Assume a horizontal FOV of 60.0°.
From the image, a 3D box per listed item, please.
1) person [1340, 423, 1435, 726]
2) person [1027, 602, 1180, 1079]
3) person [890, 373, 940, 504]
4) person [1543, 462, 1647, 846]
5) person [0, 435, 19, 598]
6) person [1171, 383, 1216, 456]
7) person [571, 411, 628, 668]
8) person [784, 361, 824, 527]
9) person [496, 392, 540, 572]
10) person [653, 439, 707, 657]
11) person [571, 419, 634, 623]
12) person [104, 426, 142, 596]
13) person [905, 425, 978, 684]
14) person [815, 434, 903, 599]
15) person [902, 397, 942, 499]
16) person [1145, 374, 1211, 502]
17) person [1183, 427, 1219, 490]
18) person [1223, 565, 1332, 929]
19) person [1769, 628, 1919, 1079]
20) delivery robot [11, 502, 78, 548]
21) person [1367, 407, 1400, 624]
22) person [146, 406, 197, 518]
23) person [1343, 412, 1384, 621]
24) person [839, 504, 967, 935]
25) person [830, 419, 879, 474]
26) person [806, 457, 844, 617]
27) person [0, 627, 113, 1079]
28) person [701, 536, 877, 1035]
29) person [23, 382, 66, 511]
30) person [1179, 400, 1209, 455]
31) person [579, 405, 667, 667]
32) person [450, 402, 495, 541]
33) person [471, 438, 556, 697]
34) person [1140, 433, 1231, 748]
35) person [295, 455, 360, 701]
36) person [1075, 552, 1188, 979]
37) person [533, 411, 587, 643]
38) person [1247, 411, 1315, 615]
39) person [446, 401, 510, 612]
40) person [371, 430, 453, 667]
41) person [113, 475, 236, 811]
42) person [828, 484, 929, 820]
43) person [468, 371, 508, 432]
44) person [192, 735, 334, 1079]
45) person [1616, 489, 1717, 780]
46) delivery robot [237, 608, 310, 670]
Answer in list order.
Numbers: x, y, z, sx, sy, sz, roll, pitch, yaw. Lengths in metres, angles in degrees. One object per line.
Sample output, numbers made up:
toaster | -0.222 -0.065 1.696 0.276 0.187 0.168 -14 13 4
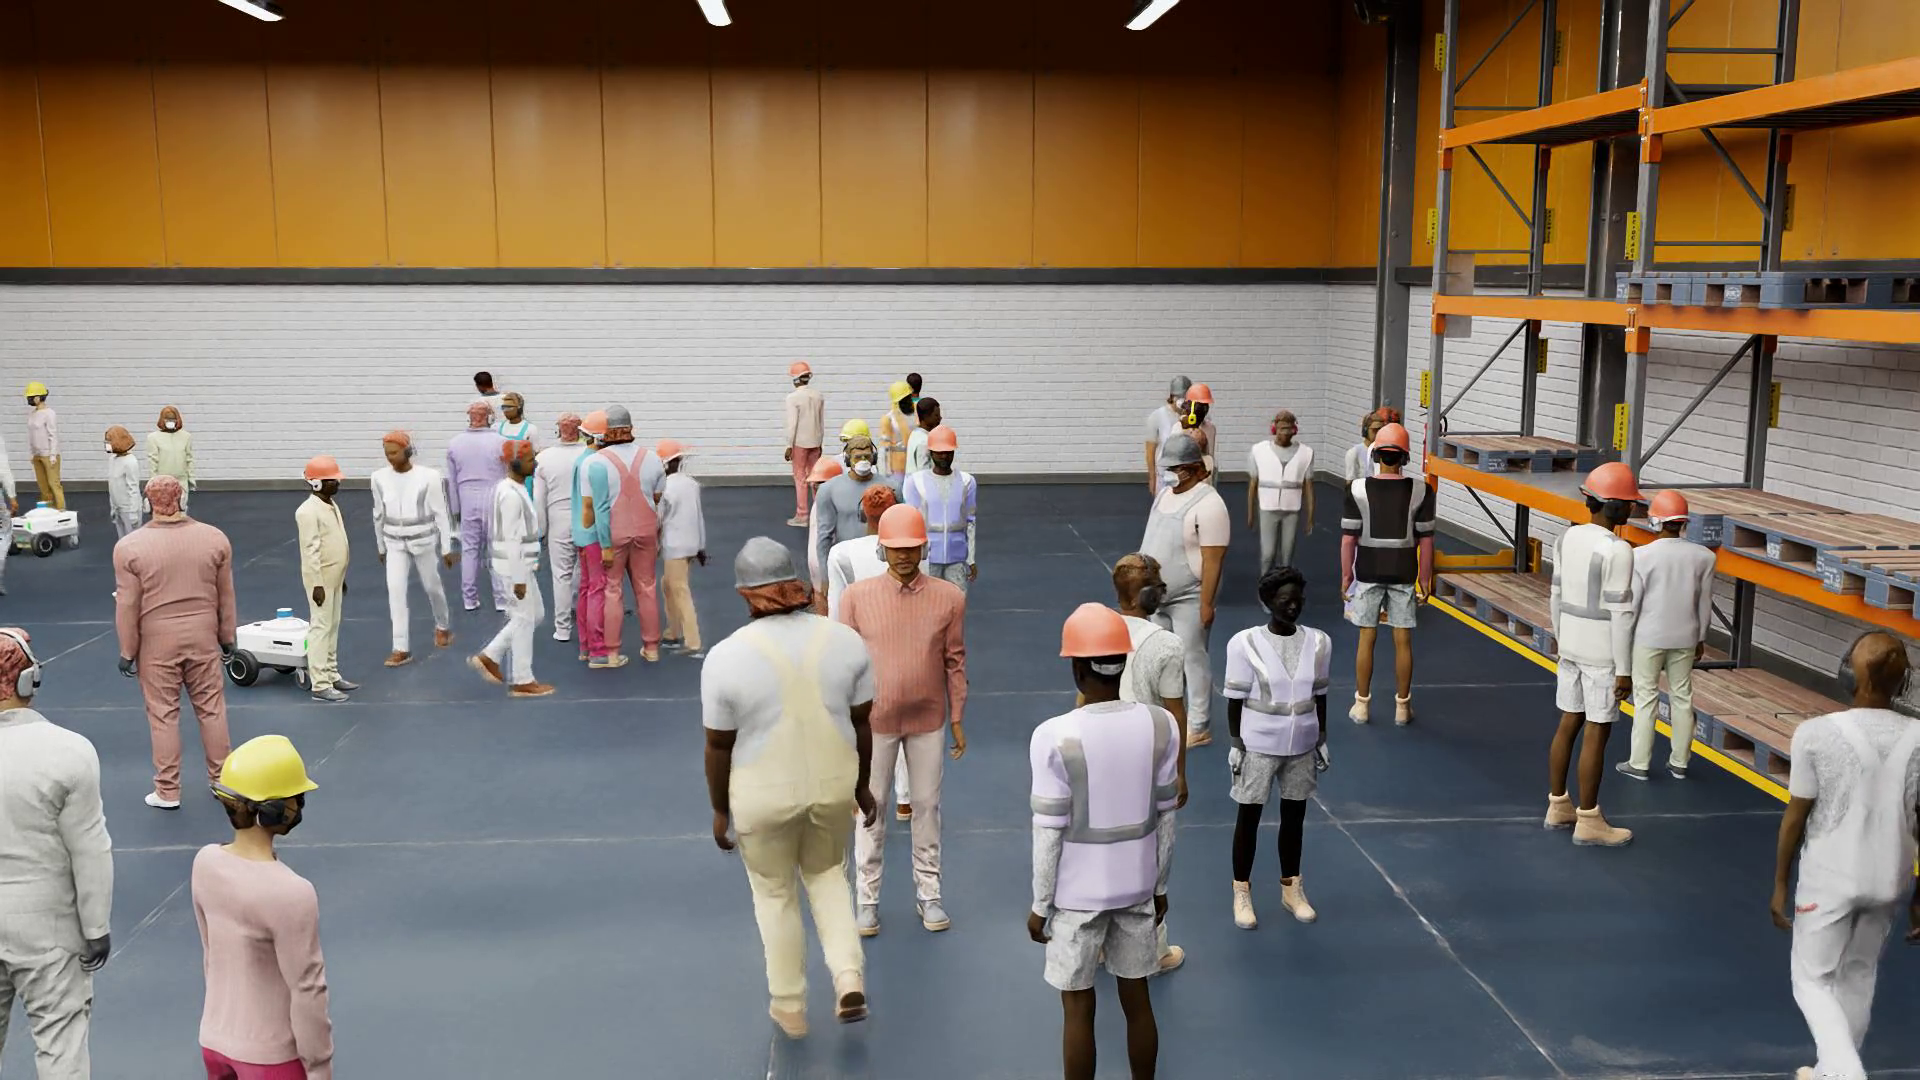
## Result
person | 2.863 0.234 11.185 0.610 2.043 0.375 2 9 11
person | 0.471 1.168 5.662 0.544 1.934 0.365 -4 10 -22
person | -0.511 -0.947 18.981 0.591 1.922 0.390 -1 9 -9
person | 3.410 0.599 8.889 0.393 2.041 0.613 -2 9 -12
person | -9.090 -0.374 15.431 0.681 1.901 0.514 -1 9 -8
person | 2.266 -0.510 16.008 0.622 1.992 0.375 -9 13 -44
person | -2.799 -0.009 12.888 0.407 1.987 0.615 -4 10 -26
person | -1.895 -1.162 20.102 0.400 1.989 0.623 7 12 38
person | -4.501 -0.579 16.905 0.505 1.847 0.348 3 10 21
person | -2.328 0.064 13.248 0.697 1.723 0.593 3 10 19
person | -3.181 -0.183 14.572 0.455 1.808 0.746 5 11 30
person | -7.810 -0.256 15.577 0.492 1.625 0.280 8 12 43
person | -0.131 0.119 12.231 0.543 1.939 0.361 -2 9 -12
person | -0.685 0.231 11.527 0.631 1.939 0.369 -3 10 -20
person | -0.347 -0.367 15.389 0.388 1.912 0.592 -1 9 -4
person | 2.231 -0.672 16.876 0.686 2.000 0.535 -1 9 -5
person | 2.154 -0.210 15.226 0.514 1.642 0.314 -6 11 -35
person | 1.478 0.953 7.740 0.536 1.700 0.318 -2 9 -14
person | 3.104 1.212 5.737 0.523 1.823 0.726 1 9 6
delivery robot | -9.970 -0.170 18.083 0.477 0.478 0.707 3 9 16
person | 3.660 -0.216 14.504 0.358 1.885 0.572 0 9 2
person | -8.444 -0.622 17.840 0.281 1.633 0.498 7 11 37
person | 3.576 -0.203 14.546 0.514 1.843 0.333 -6 11 -34
person | -0.266 0.820 7.655 0.608 1.995 0.377 -2 9 -10
person | -0.876 -0.103 13.964 0.599 1.827 0.404 7 11 37
person | -0.924 0.286 11.751 0.335 1.754 0.564 -6 11 -32
person | -3.073 1.225 5.430 0.634 1.899 0.404 -1 9 -6
person | -0.691 0.968 6.578 0.708 2.000 0.574 -4 10 -25
person | -10.953 -1.008 19.871 0.529 1.761 0.335 6 11 33
person | 2.156 -0.370 15.515 0.318 1.870 0.531 1 9 9
person | -2.646 -0.044 12.933 0.684 2.000 0.536 -6 11 -32
person | -5.427 -0.751 18.739 0.832 1.595 0.533 -5 11 -31
person | -3.197 0.205 11.884 0.484 1.871 0.596 -2 9 -13
person | 1.403 0.309 10.719 0.536 2.000 0.680 -4 10 -24
person | -4.521 0.263 11.905 0.327 1.752 0.562 -1 9 -4
person | 0.744 0.969 7.191 0.516 1.842 0.325 6 11 32
person | -3.187 -0.106 13.743 0.641 1.909 0.401 -2 9 -13
person | 2.853 -0.228 14.734 0.585 1.826 0.514 0 9 0
person | -4.281 -0.301 15.012 0.644 1.901 0.395 1 9 9
person | -4.315 0.024 13.175 0.626 1.845 0.973 0 9 2
person | -4.466 0.578 9.477 0.651 1.898 0.403 -9 12 -43
person | -0.439 0.627 9.219 0.574 1.883 0.356 0 9 2
person | -5.584 -1.096 20.063 0.652 1.874 0.453 -5 10 -30
person | -1.936 1.411 4.689 0.518 1.757 0.338 6 11 33
person | 4.216 0.568 9.978 0.560 1.756 0.318 -1 9 -4
delivery robot | -4.986 0.749 12.312 0.707 0.478 0.477 4 10 21
